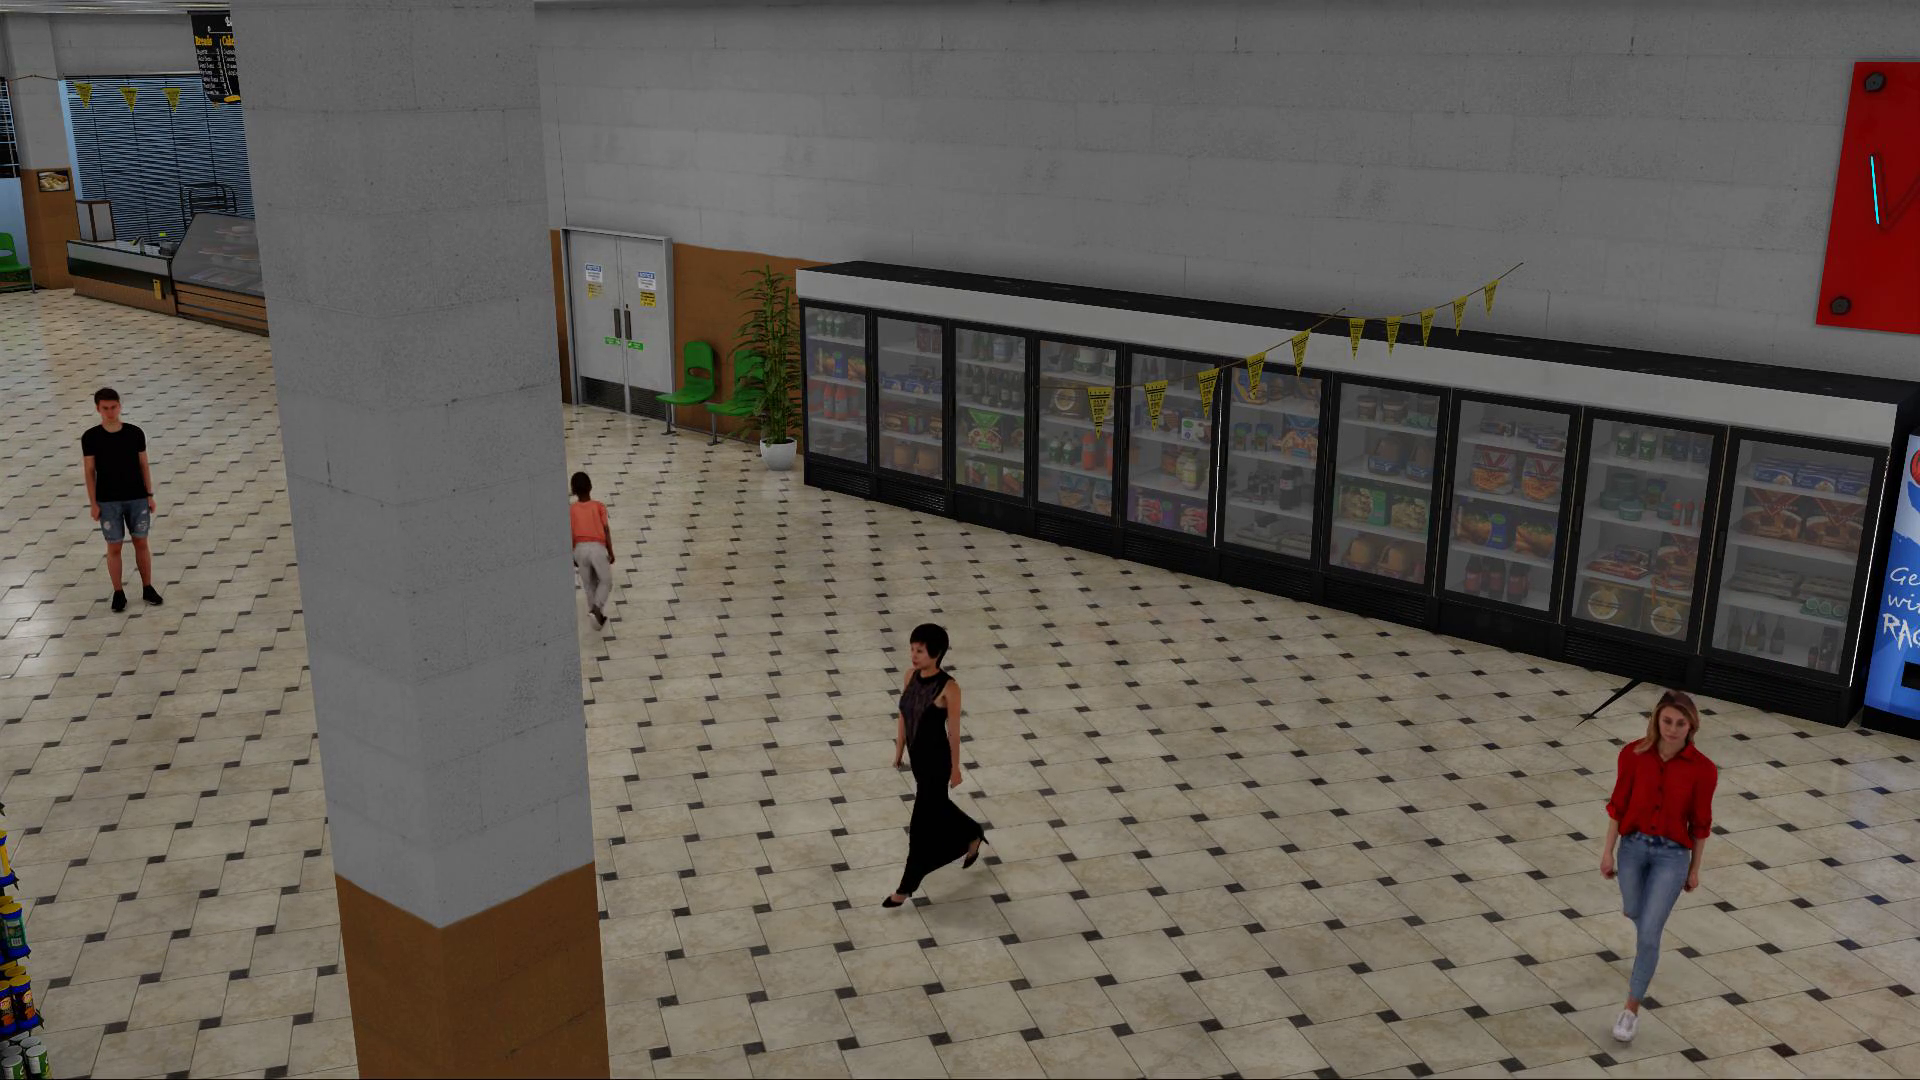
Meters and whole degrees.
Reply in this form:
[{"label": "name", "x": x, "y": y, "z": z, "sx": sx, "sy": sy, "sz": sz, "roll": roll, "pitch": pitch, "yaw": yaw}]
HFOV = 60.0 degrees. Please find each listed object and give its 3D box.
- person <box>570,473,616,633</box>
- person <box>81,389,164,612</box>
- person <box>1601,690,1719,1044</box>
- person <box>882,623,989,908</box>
[{"label": "person", "x": -2.945, "y": 0.116, "z": 13.249, "sx": 0.727, "sy": 1.296, "sz": 0.808, "roll": 1, "pitch": 17, "yaw": 3}, {"label": "person", "x": -6.980, "y": -0.352, "z": 13.844, "sx": 0.576, "sy": 1.847, "sz": 0.759, "roll": -12, "pitch": 21, "yaw": -35}, {"label": "person", "x": 3.346, "y": 1.505, "z": 8.022, "sx": 0.699, "sy": 1.675, "sz": 1.126, "roll": 11, "pitch": 20, "yaw": 32}, {"label": "person", "x": -0.101, "y": 1.214, "z": 9.164, "sx": 1.059, "sy": 1.570, "sz": 0.709, "roll": -13, "pitch": 21, "yaw": -38}]
